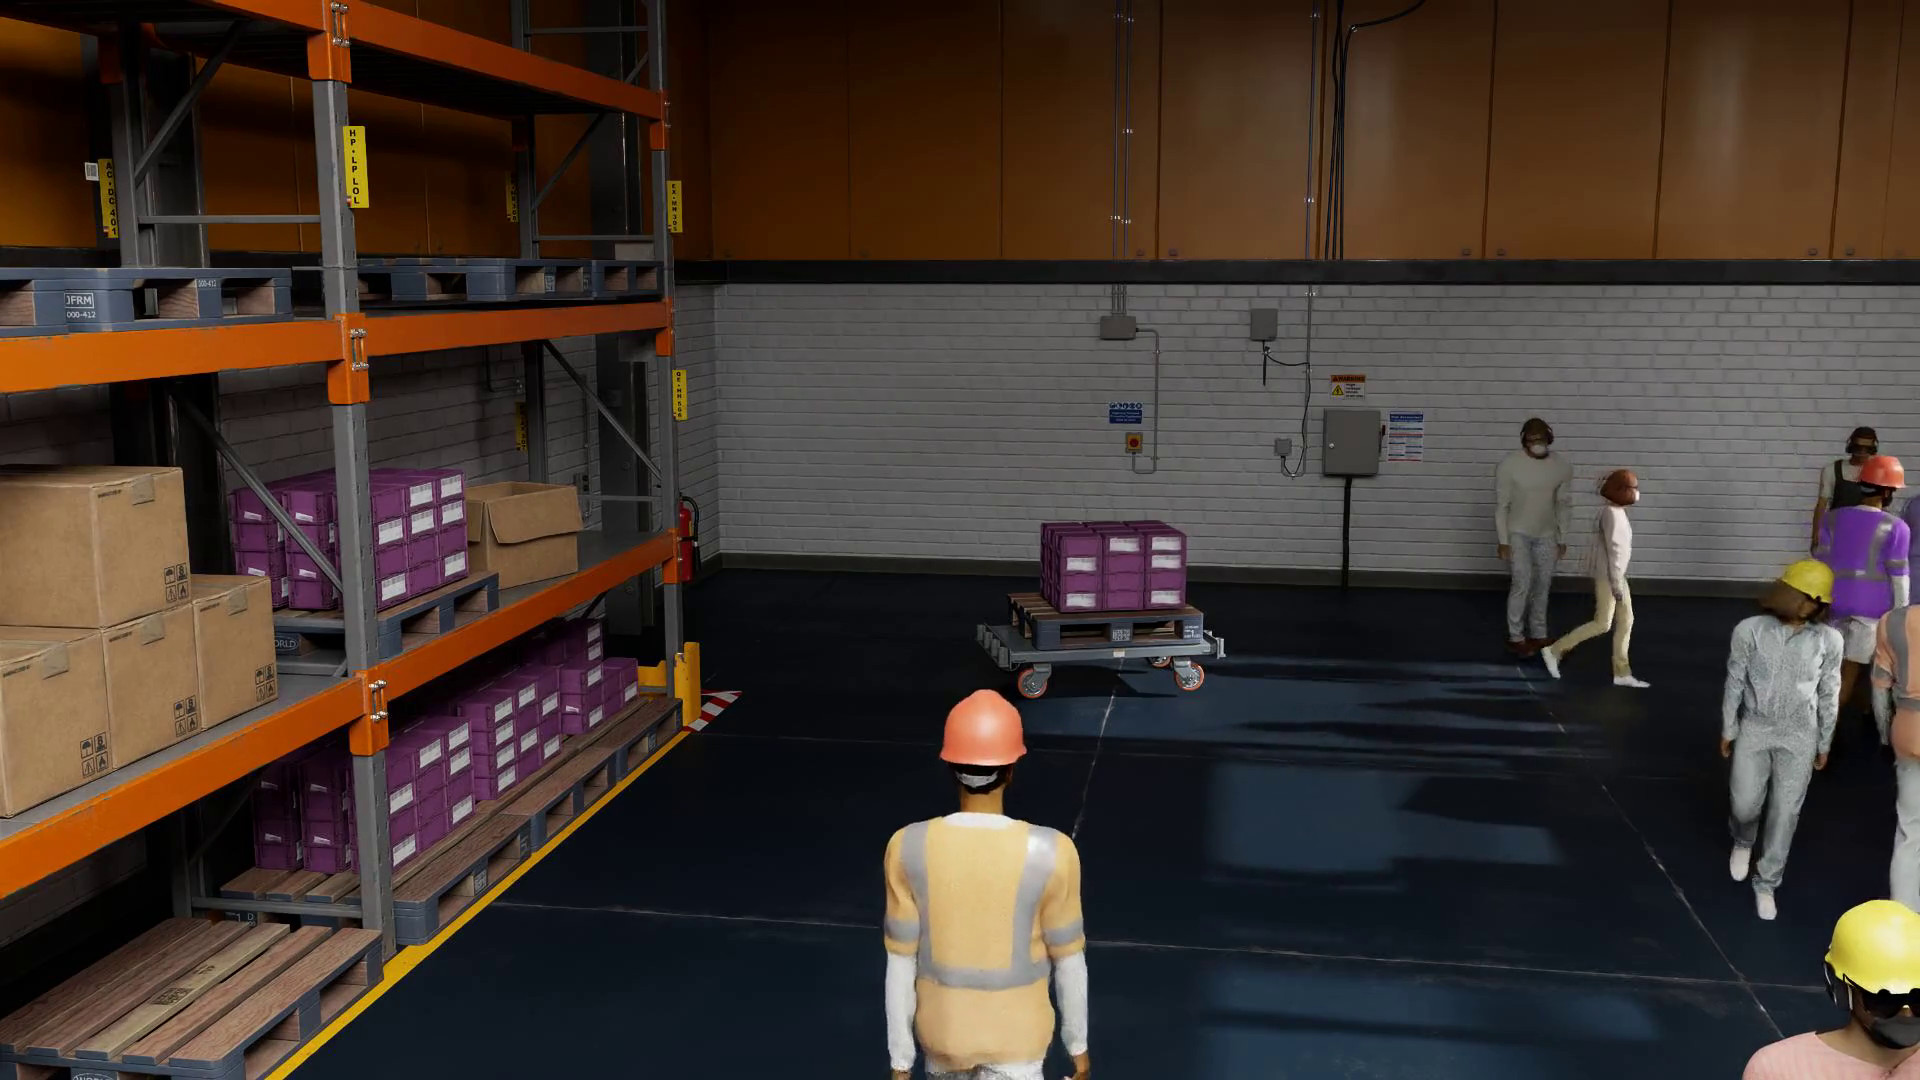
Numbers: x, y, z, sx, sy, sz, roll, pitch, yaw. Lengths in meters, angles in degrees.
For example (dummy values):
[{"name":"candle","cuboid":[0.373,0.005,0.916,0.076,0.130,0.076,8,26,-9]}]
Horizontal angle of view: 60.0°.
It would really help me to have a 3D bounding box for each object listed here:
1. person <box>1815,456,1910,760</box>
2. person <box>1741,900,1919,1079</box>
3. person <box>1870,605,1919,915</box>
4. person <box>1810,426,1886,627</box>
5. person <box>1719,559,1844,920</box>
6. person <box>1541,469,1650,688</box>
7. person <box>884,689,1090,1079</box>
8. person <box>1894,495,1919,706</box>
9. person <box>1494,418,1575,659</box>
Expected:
[{"name":"person","cuboid":[5.707,0.415,10.422,0.994,1.882,0.550,-5,10,-27]},{"name":"person","cuboid":[1.874,1.598,3.487,0.525,1.769,0.315,0,9,-2]},{"name":"person","cuboid":[4.322,0.907,7.326,0.601,1.896,0.677,8,12,40]},{"name":"person","cuboid":[7.098,-0.018,13.305,0.549,1.819,0.656,4,10,23]},{"name":"person","cuboid":[3.862,0.914,7.859,0.505,1.707,0.447,4,10,21]},{"name":"person","cuboid":[4.670,0.283,12.118,0.686,1.593,0.505,5,11,30]},{"name":"person","cuboid":[0.061,1.359,4.591,0.555,1.899,0.993,2,9,13]},{"name":"person","cuboid":[6.457,0.354,10.952,1.042,1.845,0.646,-6,11,-31]},{"name":"person","cuboid":[4.473,-0.006,13.000,0.636,1.900,0.601,-1,9,-9]}]
